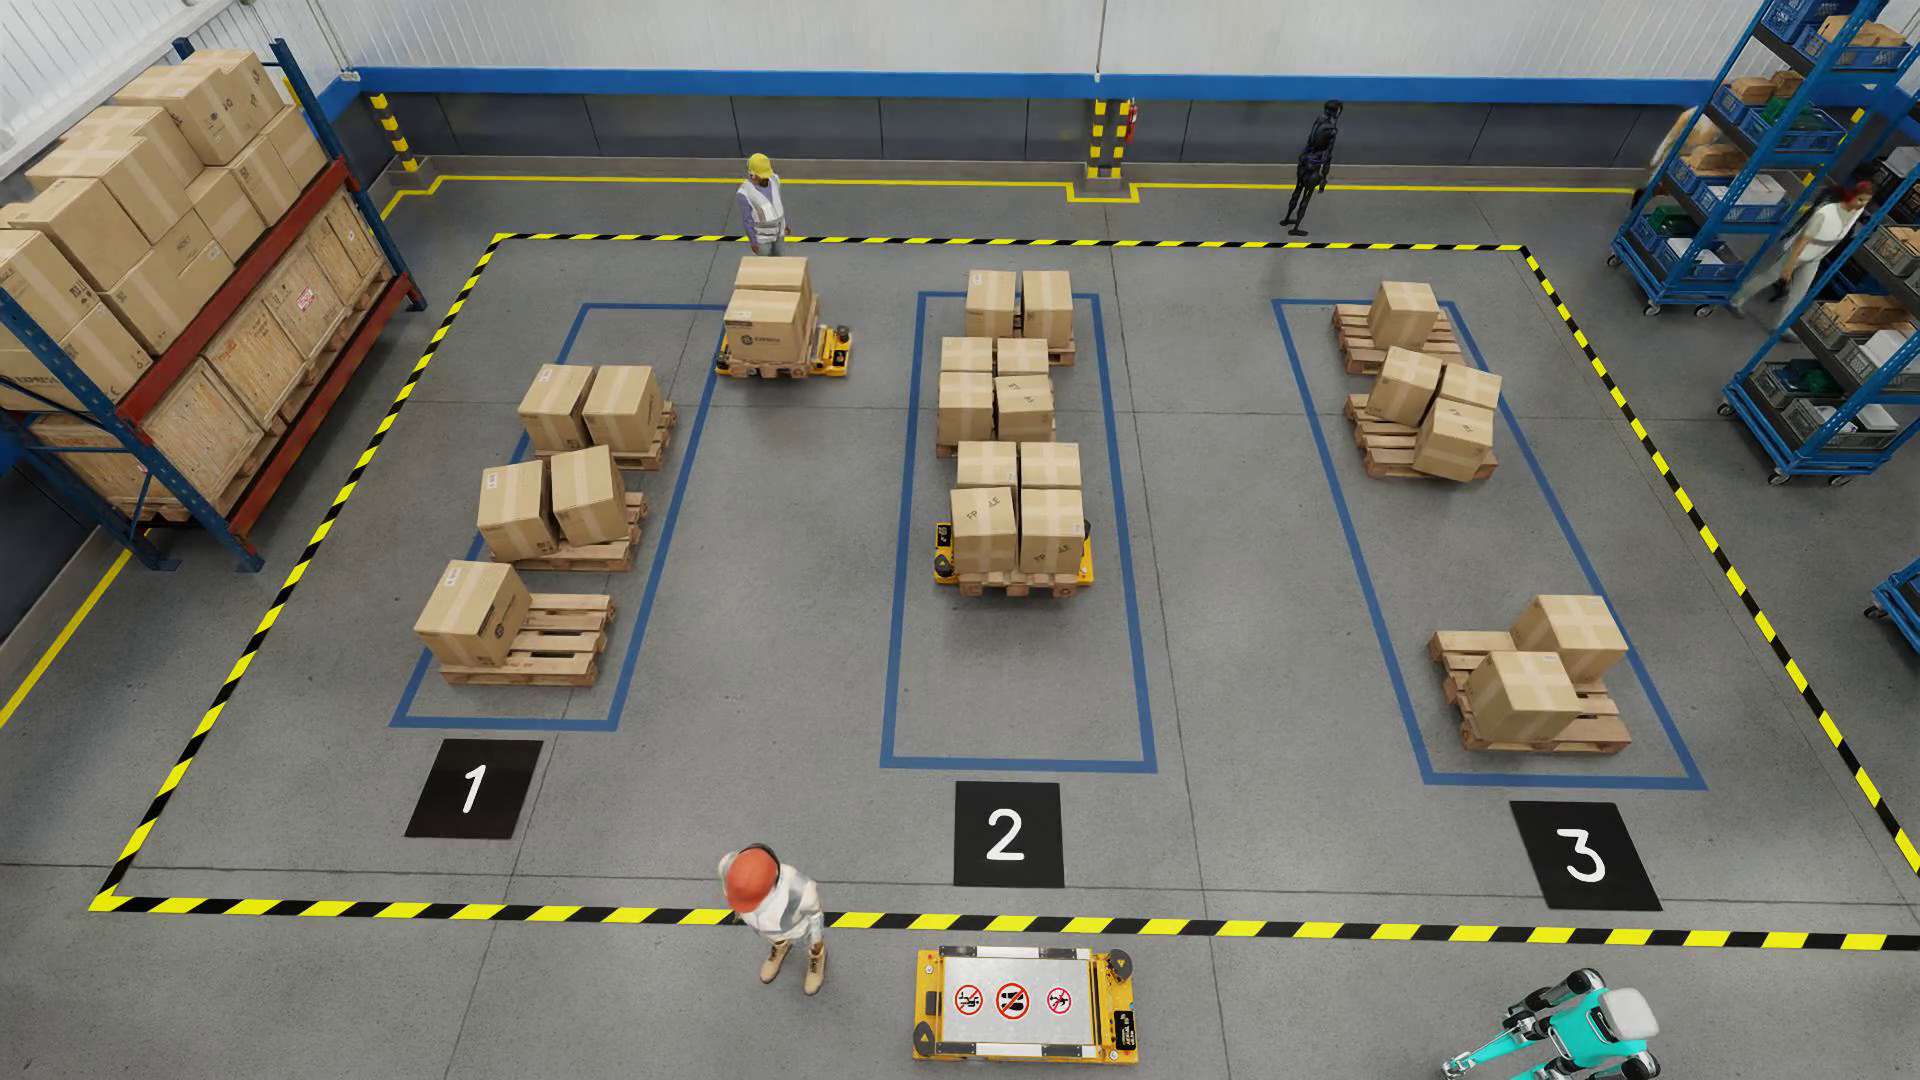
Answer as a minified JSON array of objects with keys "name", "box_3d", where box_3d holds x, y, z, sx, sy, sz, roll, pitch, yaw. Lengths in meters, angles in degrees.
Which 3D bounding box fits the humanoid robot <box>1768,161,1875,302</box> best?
[{"name":"humanoid robot","box_3d":[9.806,-3.475,10.412,0.606,1.641,0.523,4,51,3]}]

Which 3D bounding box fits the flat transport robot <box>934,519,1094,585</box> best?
[{"name":"flat transport robot","box_3d":[0.490,0.087,8.397,1.431,0.197,0.652,1,51,1]}]

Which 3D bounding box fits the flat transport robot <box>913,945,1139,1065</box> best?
[{"name":"flat transport robot","box_3d":[0.422,3.041,6.007,1.431,0.231,0.659,1,51,1]}]

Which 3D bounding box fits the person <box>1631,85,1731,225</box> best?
[{"name":"person","box_3d":[8.823,-4.722,11.274,0.569,1.908,0.629,3,51,2]}]

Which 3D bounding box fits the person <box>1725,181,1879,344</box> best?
[{"name":"person","box_3d":[9.223,-3.019,9.960,0.590,1.787,0.966,-9,51,-8]}]

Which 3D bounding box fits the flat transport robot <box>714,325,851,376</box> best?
[{"name":"flat transport robot","box_3d":[-1.964,-2.123,10.199,1.431,0.197,0.652,1,51,1]}]

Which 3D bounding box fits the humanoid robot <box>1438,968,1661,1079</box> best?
[{"name":"humanoid robot","box_3d":[3.101,2.890,5.096,0.735,1.677,0.533,-11,52,-9]}]

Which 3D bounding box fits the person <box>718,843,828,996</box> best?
[{"name":"person","box_3d":[-1.096,2.285,5.486,0.605,2.034,0.387,13,52,11]}]

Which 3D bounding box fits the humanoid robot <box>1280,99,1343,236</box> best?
[{"name":"humanoid robot","box_3d":[4.359,-4.610,11.326,0.315,1.655,0.599,-7,51,-6]}]

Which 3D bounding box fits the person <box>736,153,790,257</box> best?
[{"name":"person","box_3d":[-2.146,-3.474,10.315,0.403,1.823,0.586,30,57,22]}]
